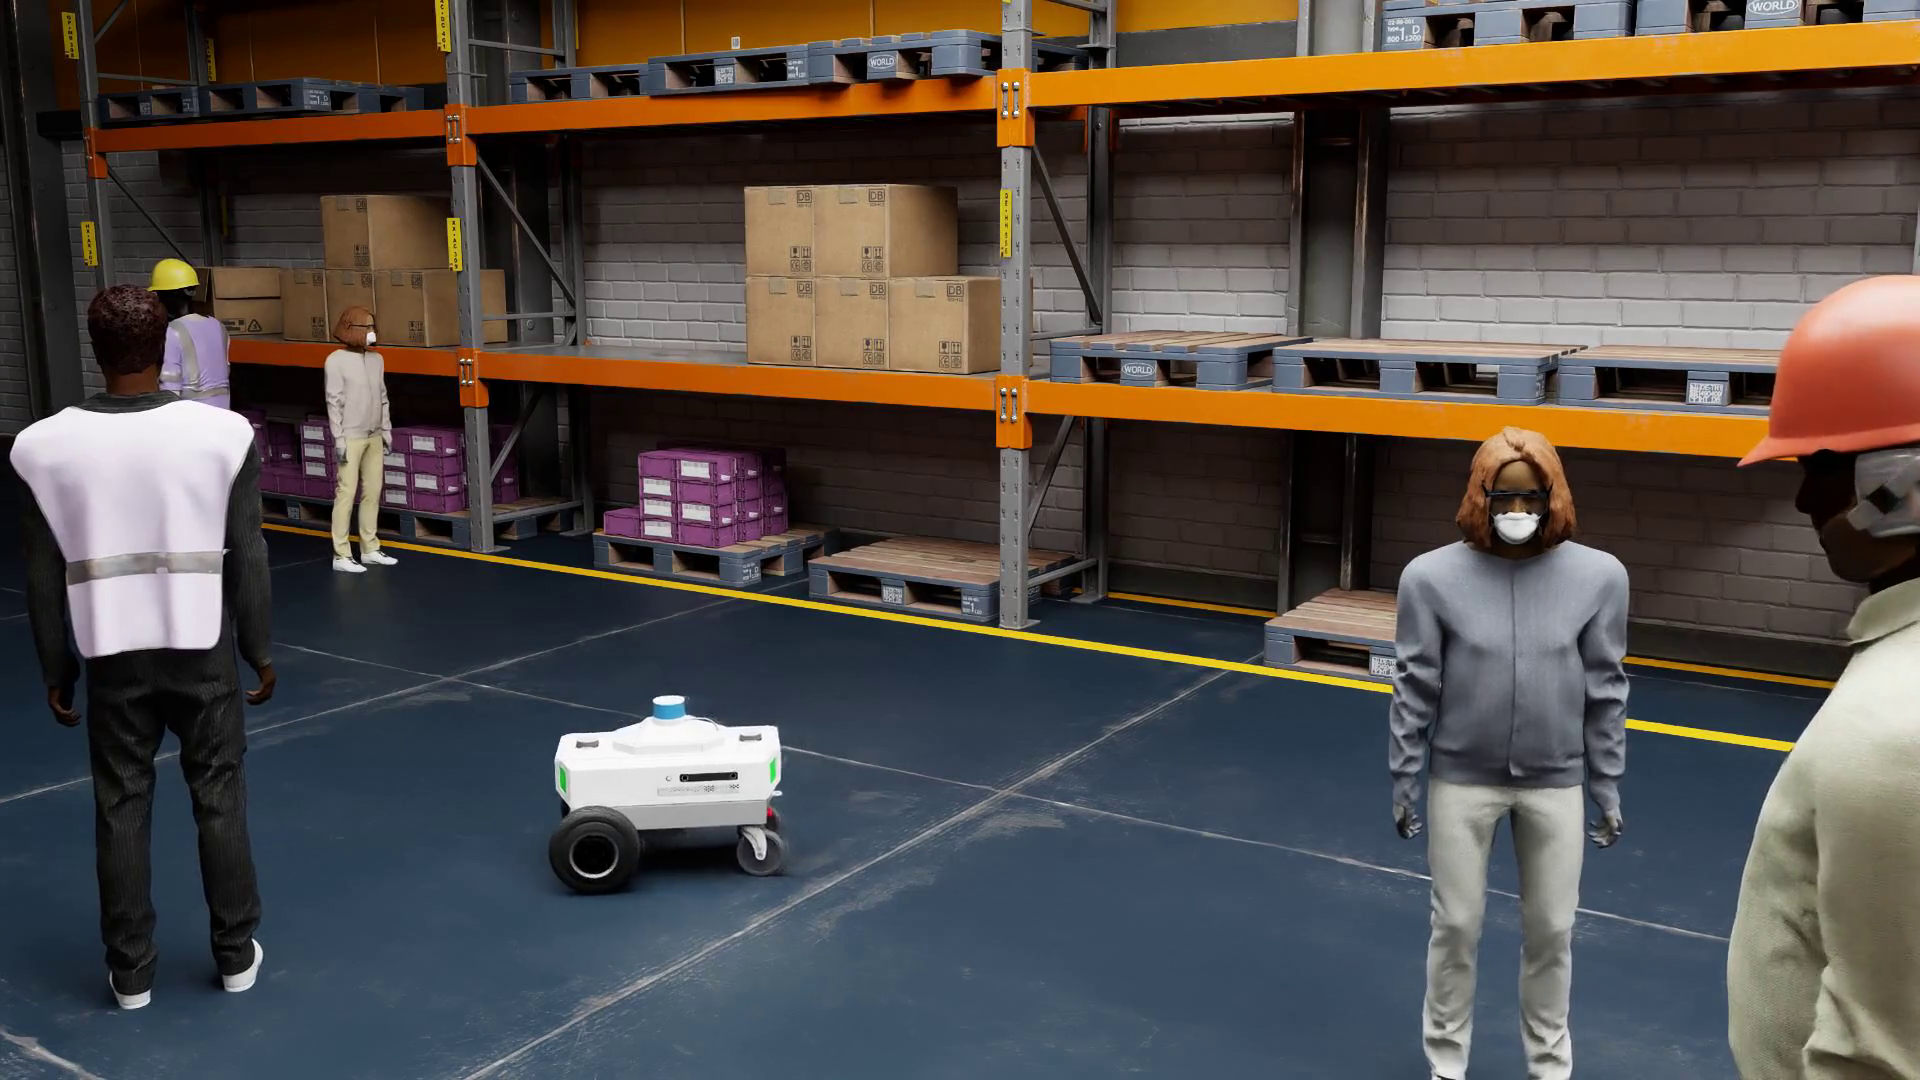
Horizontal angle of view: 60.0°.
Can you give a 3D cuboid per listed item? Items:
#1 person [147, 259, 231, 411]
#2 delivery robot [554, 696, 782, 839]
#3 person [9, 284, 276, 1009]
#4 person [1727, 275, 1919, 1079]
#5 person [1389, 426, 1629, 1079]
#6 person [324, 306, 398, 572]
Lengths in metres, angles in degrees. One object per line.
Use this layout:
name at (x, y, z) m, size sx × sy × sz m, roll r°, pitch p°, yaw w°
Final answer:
person at (-4.359, -0.626, 9.454) m, size 0.398 × 1.919 × 0.592 m, roll 2°, pitch 10°, yaw 10°
delivery robot at (-0.930, 0.745, 5.358) m, size 0.707 × 0.478 × 0.477 m, roll -2°, pitch 10°, yaw -8°
person at (-2.123, 0.292, 4.393) m, size 0.582 × 1.911 × 0.392 m, roll -3°, pitch 11°, yaw -18°
person at (1.019, 0.708, 1.866) m, size 0.608 × 1.985 × 0.396 m, roll -10°, pitch 14°, yaw -44°
person at (1.214, 0.554, 3.718) m, size 0.505 × 1.622 × 0.297 m, roll 2°, pitch 10°, yaw 9°
person at (-3.687, -0.618, 10.219) m, size 0.288 × 1.629 × 0.500 m, roll 4°, pitch 11°, yaw 21°
